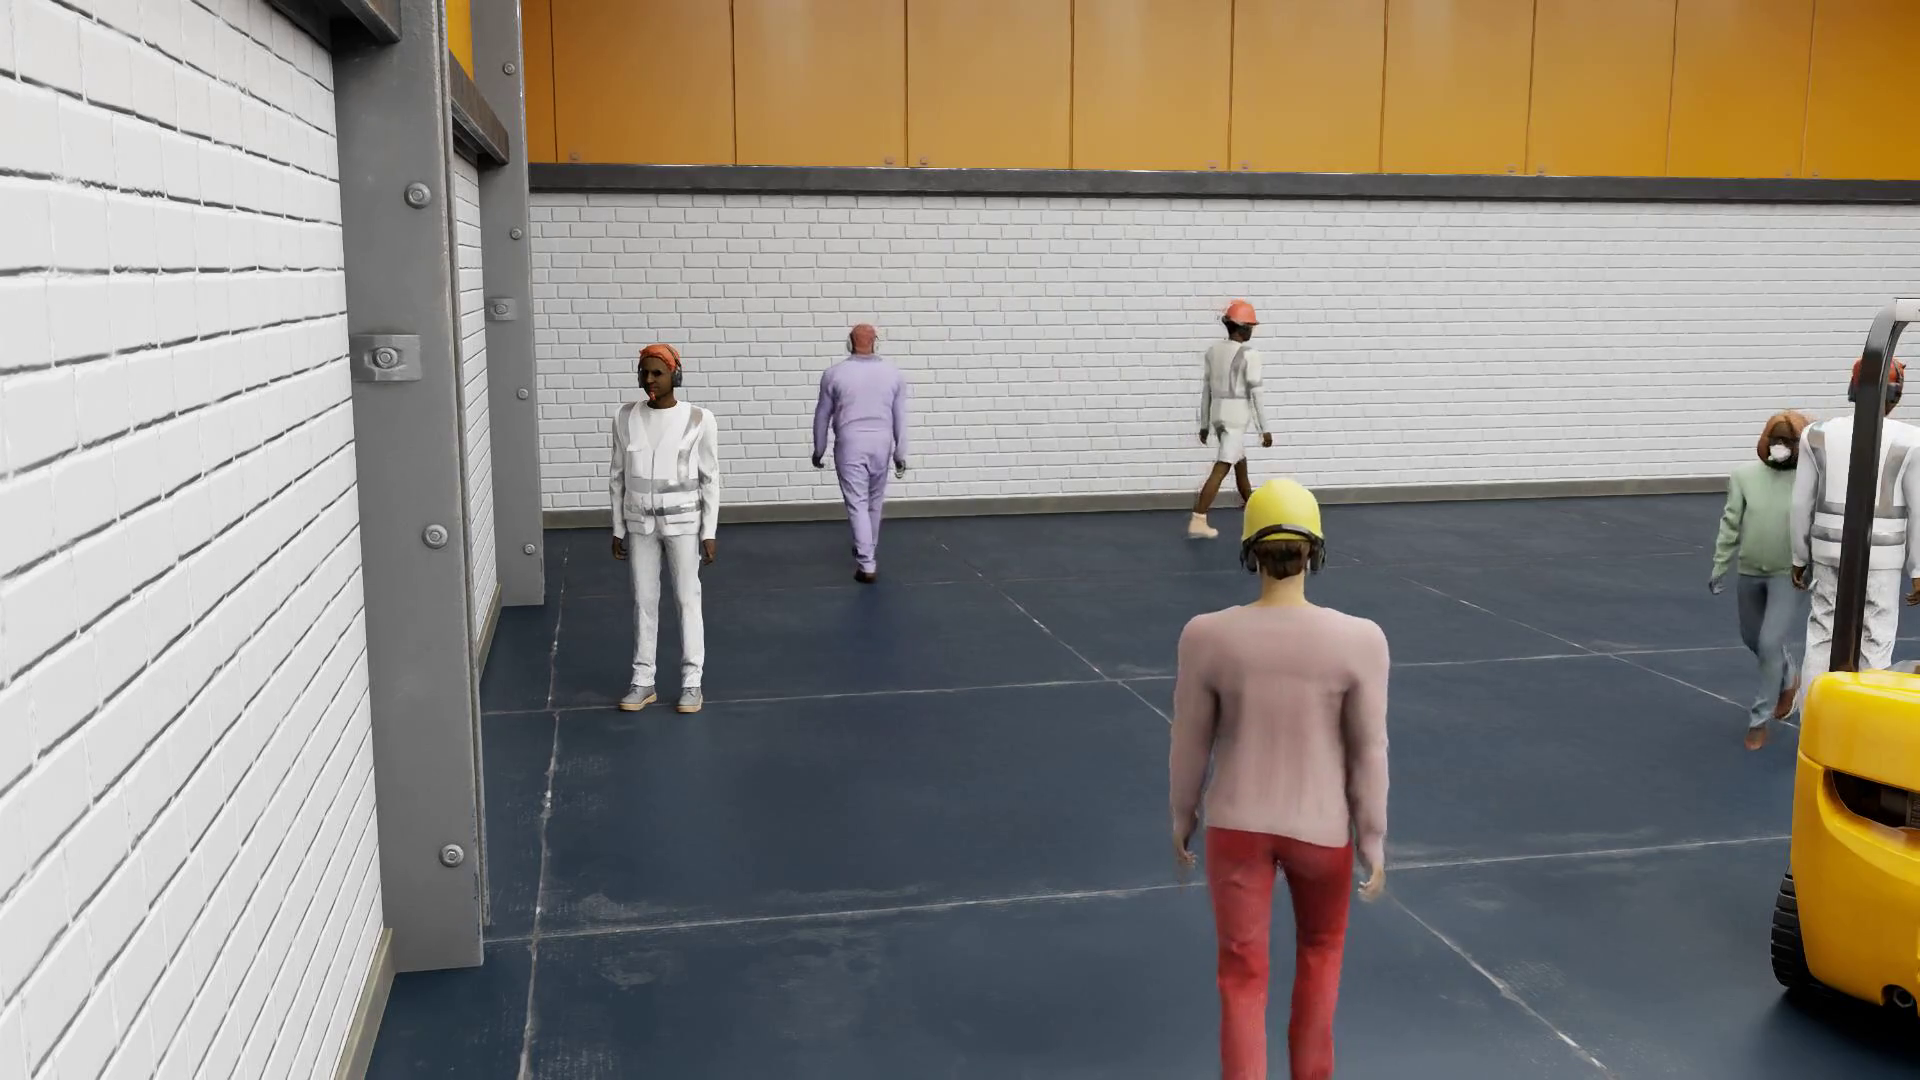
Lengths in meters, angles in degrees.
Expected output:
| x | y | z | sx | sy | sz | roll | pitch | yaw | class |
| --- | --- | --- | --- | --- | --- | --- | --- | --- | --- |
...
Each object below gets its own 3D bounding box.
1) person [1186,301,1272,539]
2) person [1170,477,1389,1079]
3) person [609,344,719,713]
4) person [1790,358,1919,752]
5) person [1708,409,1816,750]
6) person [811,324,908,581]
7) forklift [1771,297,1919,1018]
| x | y | z | sx | sy | sz | roll | pitch | yaw | class |
| --- | --- | --- | --- | --- | --- | --- | --- | --- | --- |
| 2.326 | -1.002 | 13.962 | 1.072 | 1.984 | 0.634 | -5 | 11 | -28 | person |
| 0.806 | 0.708 | 4.234 | 0.545 | 1.739 | 0.680 | 2 | 10 | 15 | person |
| -1.513 | -0.054 | 8.487 | 0.572 | 1.883 | 0.356 | 1 | 9 | 9 | person |
| 4.088 | 0.094 | 7.569 | 0.343 | 1.884 | 0.584 | -9 | 13 | -43 | person |
| 3.954 | 0.158 | 8.045 | 0.776 | 1.606 | 0.519 | -8 | 12 | -40 | person |
| -0.735 | -0.654 | 12.249 | 0.646 | 1.853 | 0.989 | -4 | 10 | -22 | person |
| 3.542 | 0.334 | 5.177 | 2.313 | 2.155 | 1.214 | -9 | 13 | -43 | forklift |
